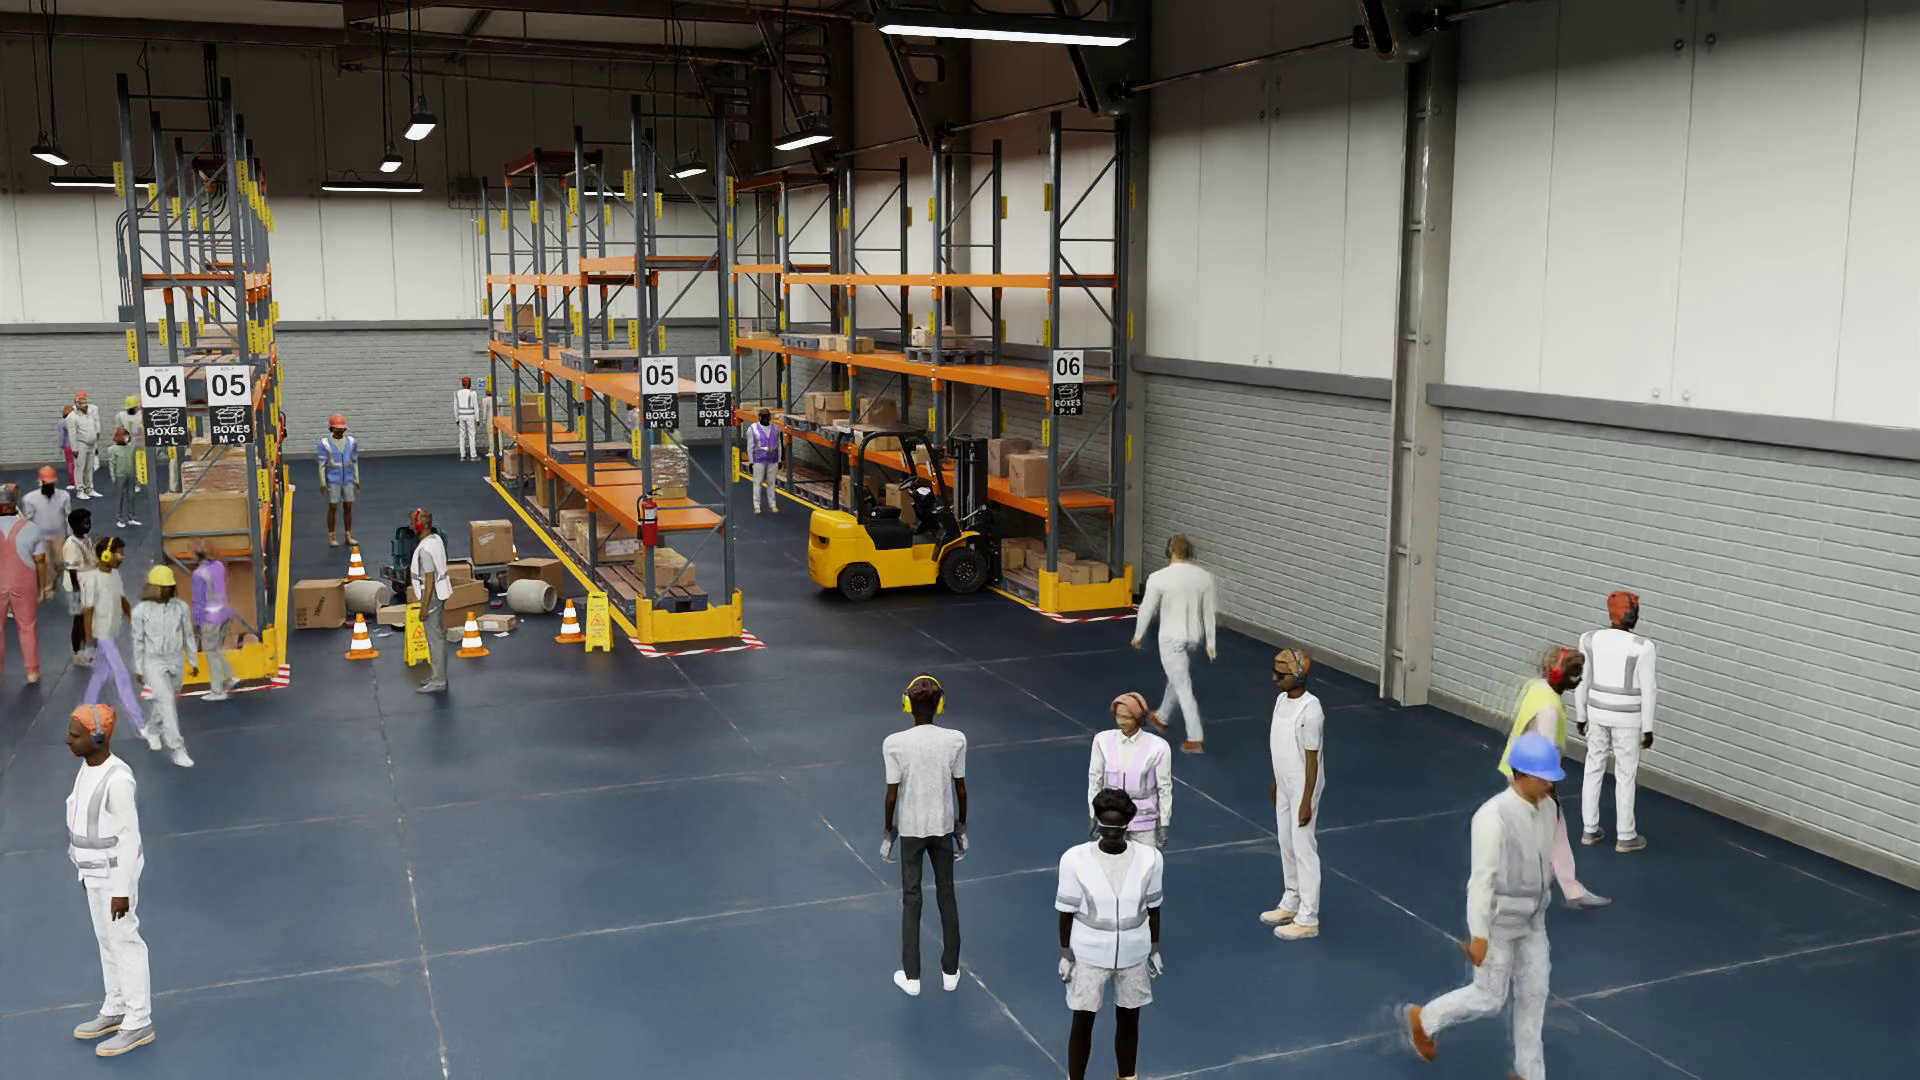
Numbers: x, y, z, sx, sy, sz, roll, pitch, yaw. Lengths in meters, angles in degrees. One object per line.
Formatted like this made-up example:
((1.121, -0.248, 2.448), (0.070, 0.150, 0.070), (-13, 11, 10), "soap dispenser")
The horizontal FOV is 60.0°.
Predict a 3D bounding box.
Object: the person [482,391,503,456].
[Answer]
((-10.697, -2.729, 38.093), (0.507, 1.636, 0.277), (-8, 12, -41), "person")

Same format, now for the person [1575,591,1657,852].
((4.717, 1.297, 11.979), (0.361, 1.884, 0.574), (-8, 12, -42), "person")

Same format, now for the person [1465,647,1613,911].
((3.766, 1.544, 10.747), (0.953, 1.769, 0.628), (4, 10, 22), "person")

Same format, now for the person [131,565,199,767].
((-6.810, 1.036, 14.194), (0.875, 1.705, 0.494), (7, 12, 38), "person")

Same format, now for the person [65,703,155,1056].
((-4.550, 1.792, 8.867), (0.355, 1.883, 0.573), (-9, 13, -44), "person")

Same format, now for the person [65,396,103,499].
((-16.230, -1.713, 30.847), (0.408, 1.909, 0.638), (1, 9, 8), "person")

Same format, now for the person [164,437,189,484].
((-15.629, -1.991, 33.121), (0.549, 1.734, 0.582), (-2, 9, -10), "person")

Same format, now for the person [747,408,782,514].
((-3.380, -1.372, 28.906), (0.635, 1.842, 0.429), (-5, 10, -27), "person")

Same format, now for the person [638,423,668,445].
((-5.897, -1.779, 31.970), (0.589, 1.701, 0.721), (-5, 10, -28), "person")

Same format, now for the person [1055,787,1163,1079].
((0.728, 2.010, 8.063), (0.539, 1.698, 0.318), (-1, 9, -7), "person")

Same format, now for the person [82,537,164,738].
((-7.506, 0.876, 14.839), (0.918, 1.820, 0.499), (-1, 9, -8), "person")

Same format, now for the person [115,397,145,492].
((-15.650, -1.785, 31.458), (0.619, 1.856, 0.980), (-3, 10, -19), "person")

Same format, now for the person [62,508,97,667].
((-9.299, 0.501, 17.610), (0.321, 1.686, 0.539), (-1, 9, -9), "person")

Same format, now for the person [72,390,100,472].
((-18.397, -2.286, 34.982), (0.573, 1.741, 0.355), (-2, 9, -10), "person")

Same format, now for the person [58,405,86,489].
((-17.183, -1.793, 32.212), (0.281, 1.633, 0.499), (8, 12, 40), "person")

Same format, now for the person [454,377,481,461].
((-11.005, -2.703, 37.150), (0.584, 1.882, 0.337), (2, 9, 14), "person")

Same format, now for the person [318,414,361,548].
((-9.441, -0.906, 25.353), (0.615, 2.038, 0.395), (-8, 12, -41), "person")

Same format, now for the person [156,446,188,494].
((-14.863, -1.665, 31.539), (0.527, 1.596, 0.861), (2, 9, 13), "person")

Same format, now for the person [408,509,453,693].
((-5.246, 0.599, 16.511), (0.388, 1.838, 0.563), (-1, 9, -9), "person")

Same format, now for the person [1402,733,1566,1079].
((2.688, 1.858, 8.348), (0.634, 1.919, 0.764), (-7, 11, -36), "person")

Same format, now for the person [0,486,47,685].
((-9.626, 0.447, 16.832), (0.685, 2.000, 0.535), (-6, 11, -34), "person")

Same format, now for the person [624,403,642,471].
((-6.448, -2.005, 32.921), (0.404, 1.829, 0.600), (-3, 9, -18), "person")

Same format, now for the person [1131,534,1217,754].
((1.918, 0.889, 14.613), (0.630, 1.877, 1.087), (-5, 10, -30), "person")

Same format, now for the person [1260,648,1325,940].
((2.094, 1.573, 10.410), (0.344, 1.838, 0.501), (-3, 9, -16), "person")

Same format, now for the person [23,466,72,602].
((-11.563, -0.082, 21.130), (0.557, 1.737, 0.468), (-7, 12, -39), "person")

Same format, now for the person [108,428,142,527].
((-13.750, -1.029, 27.406), (0.320, 1.633, 0.532), (4, 10, 25), "person")

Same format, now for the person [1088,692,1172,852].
((1.026, 1.720, 10.092), (0.521, 1.636, 0.311), (4, 10, 22), "person")

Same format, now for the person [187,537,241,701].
((-7.258, 0.769, 16.089), (0.369, 1.619, 0.545), (1, 9, 4), "person")

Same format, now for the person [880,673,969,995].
((-0.204, 1.685, 9.574), (0.515, 1.873, 0.329), (-2, 9, -13), "person")

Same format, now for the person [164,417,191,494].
((-14.738, -1.748, 31.334), (0.516, 1.831, 0.932), (-4, 10, -21), "person")

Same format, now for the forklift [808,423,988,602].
((-0.830, -0.399, 21.676), (2.313, 2.155, 1.214), (-4, 10, -21), "forklift")

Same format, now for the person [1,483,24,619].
((-11.441, 0.128, 20.092), (0.307, 1.643, 0.514), (-3, 9, -16), "person")
